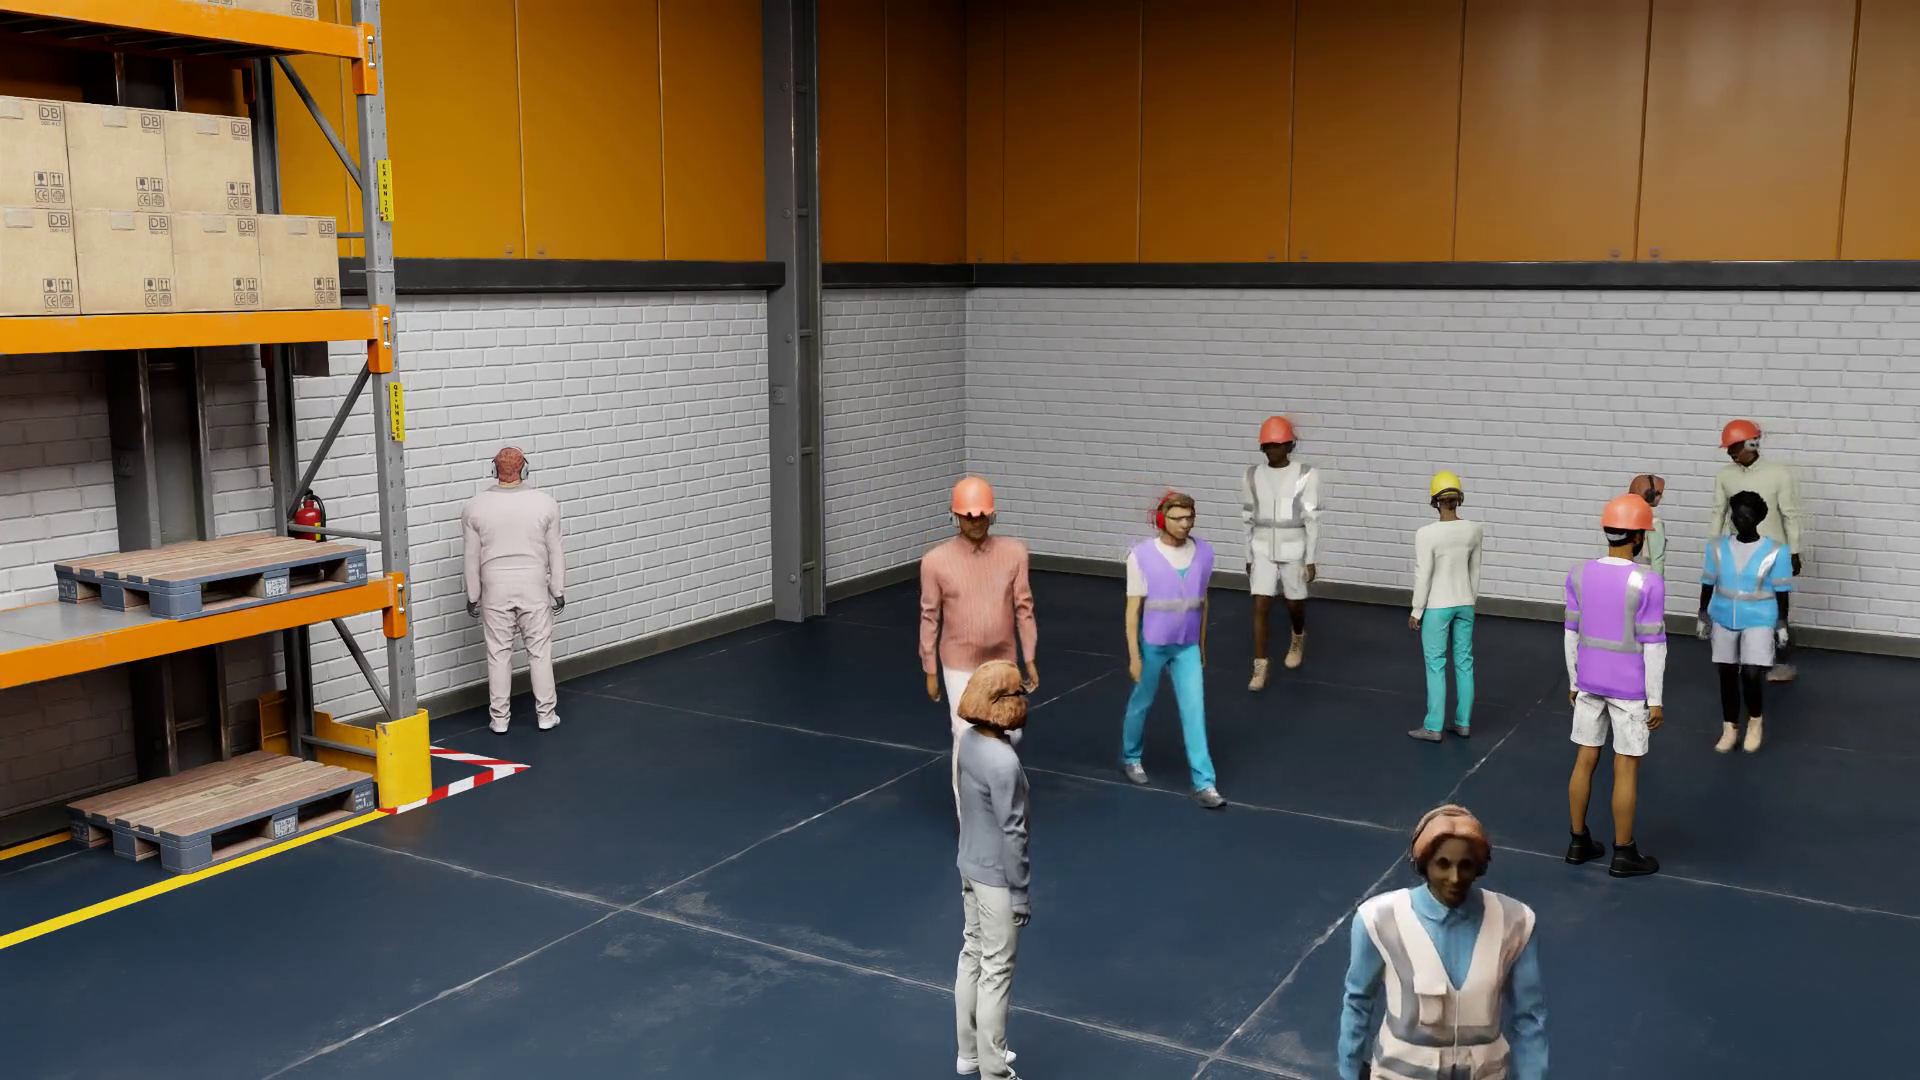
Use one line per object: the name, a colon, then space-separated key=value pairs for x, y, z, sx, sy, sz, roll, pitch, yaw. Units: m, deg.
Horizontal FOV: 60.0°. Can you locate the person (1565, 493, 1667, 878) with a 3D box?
person: x=3.316 y=0.728 z=8.403 sx=0.360 sy=1.937 sz=0.542 roll=-6 pitch=11 yaw=-35

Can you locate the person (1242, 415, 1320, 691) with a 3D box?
person: x=2.388 y=0.064 z=12.348 sx=0.611 sy=2.013 sz=0.964 roll=4 pitch=10 yaw=24

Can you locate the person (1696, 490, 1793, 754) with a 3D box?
person: x=4.890 y=0.526 z=10.423 sx=0.383 sy=1.682 sz=0.551 roll=-9 pitch=13 yaw=-43

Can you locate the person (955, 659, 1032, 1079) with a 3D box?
person: x=0.134 y=1.241 z=6.134 sx=0.286 sy=1.636 sz=0.500 roll=-3 pitch=10 yaw=-20

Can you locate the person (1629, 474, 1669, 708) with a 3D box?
person: x=4.751 y=0.354 z=11.662 sx=0.310 sy=1.638 sz=0.523 roll=-2 pitch=9 yaw=-11

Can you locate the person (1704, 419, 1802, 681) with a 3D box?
person: x=5.944 y=0.069 z=12.487 sx=0.521 sy=1.945 sz=0.660 roll=-6 pitch=11 yaw=-33

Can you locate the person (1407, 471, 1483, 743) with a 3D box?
person: x=3.134 y=0.435 z=10.777 sx=0.523 sy=1.763 sz=0.329 roll=-4 pitch=10 yaw=-22

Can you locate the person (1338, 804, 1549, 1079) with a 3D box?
person: x=1.305 y=1.508 z=4.509 sx=0.528 sy=1.624 sz=0.425 roll=0 pitch=9 yaw=-2

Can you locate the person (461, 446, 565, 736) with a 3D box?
person: x=-2.933 y=0.331 z=10.972 sx=0.652 sy=1.906 sz=0.402 roll=-2 pitch=9 yaw=-14

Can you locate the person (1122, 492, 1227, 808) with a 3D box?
person: x=1.206 y=0.608 z=9.610 sx=0.593 sy=1.789 sz=0.990 roll=-4 pitch=10 yaw=-21

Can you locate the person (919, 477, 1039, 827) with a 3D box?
person: x=0.093 y=0.632 z=8.884 sx=0.644 sy=1.974 sz=0.745 roll=-3 pitch=9 yaw=-16
